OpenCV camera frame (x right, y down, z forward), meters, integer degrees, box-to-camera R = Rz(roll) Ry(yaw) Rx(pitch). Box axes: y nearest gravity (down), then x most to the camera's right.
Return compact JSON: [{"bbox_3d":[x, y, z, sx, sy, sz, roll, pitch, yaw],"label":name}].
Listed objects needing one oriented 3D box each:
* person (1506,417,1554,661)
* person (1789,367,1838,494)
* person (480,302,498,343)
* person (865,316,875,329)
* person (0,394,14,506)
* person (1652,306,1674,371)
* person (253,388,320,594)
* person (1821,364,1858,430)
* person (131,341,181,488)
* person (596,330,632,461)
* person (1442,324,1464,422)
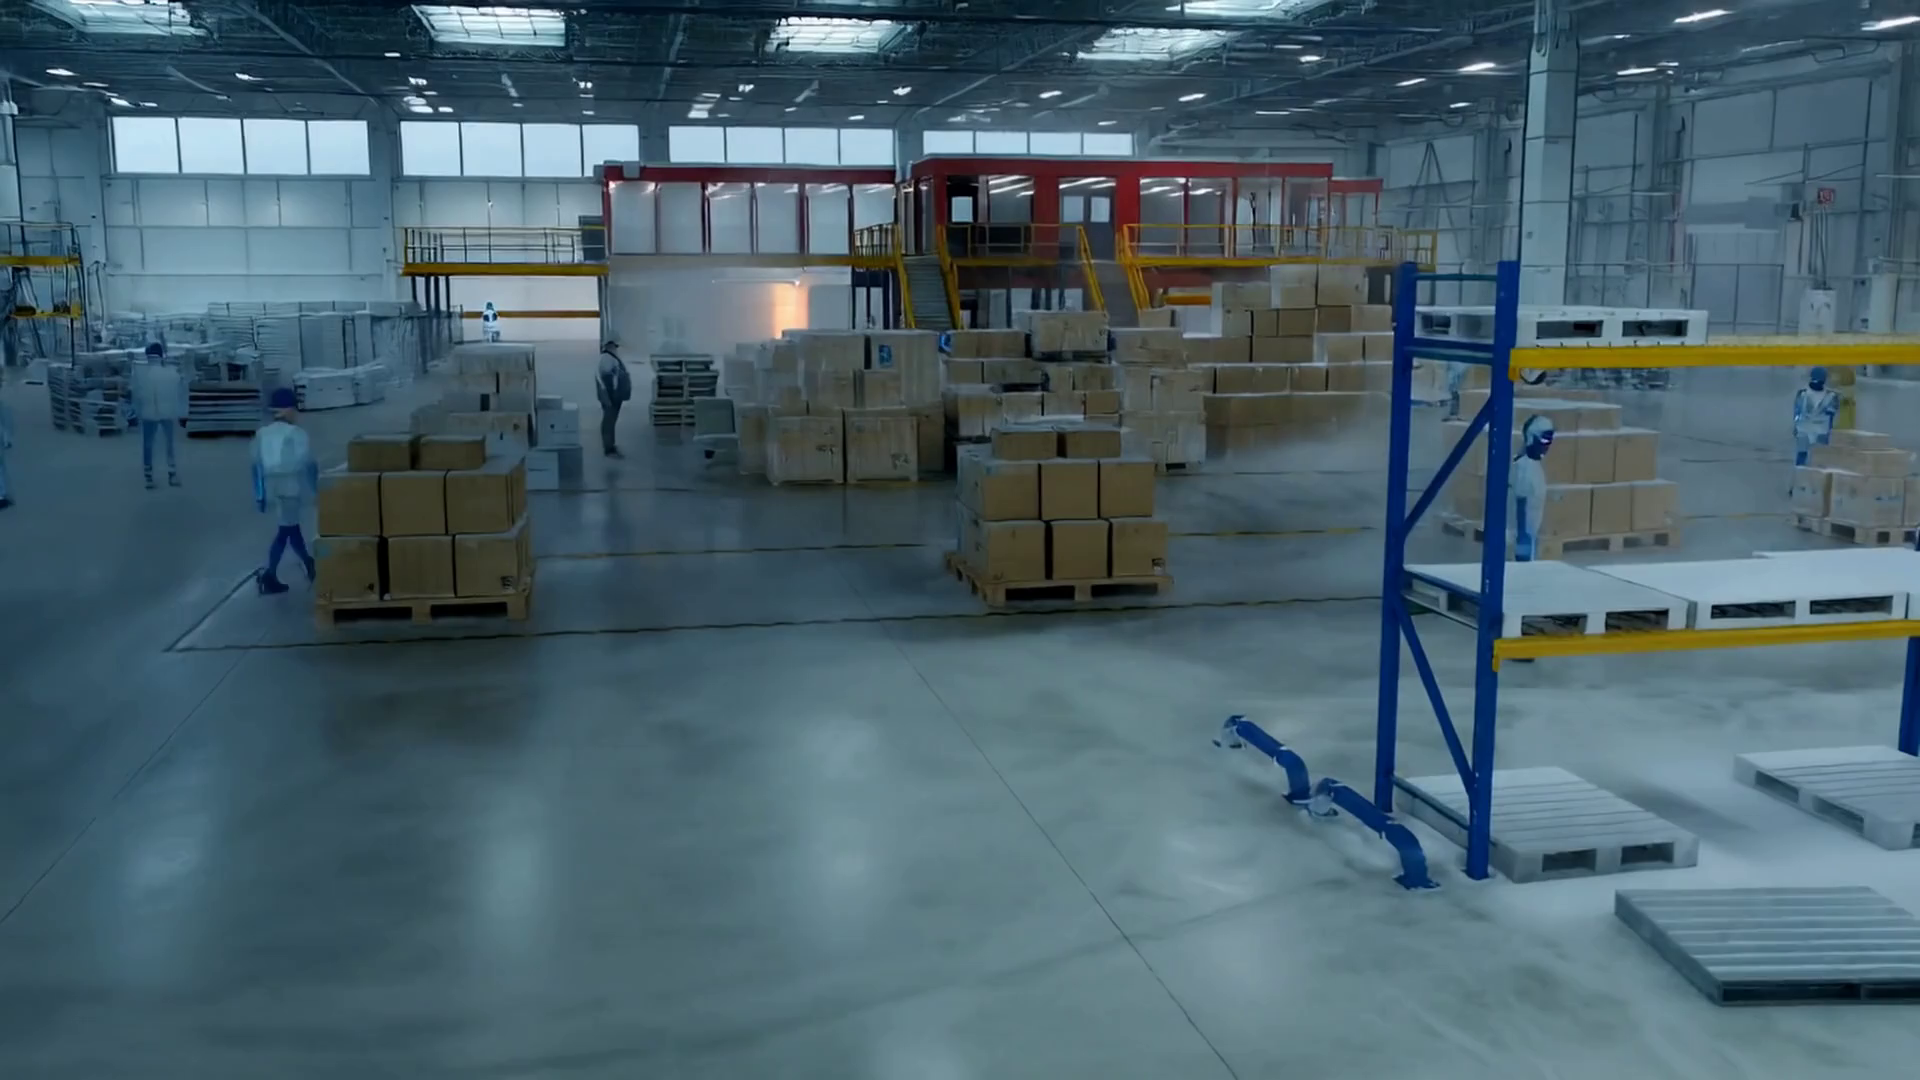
[{"bbox_3d":[4.378,-0.015,12.812,0.332,1.865,0.520,5,10,27],"label":"person"},{"bbox_3d":[11.267,-1.434,21.957,0.533,1.698,0.322,7,12,36],"label":"person"},{"bbox_3d":[-15.377,-6.843,54.393,0.567,1.879,0.353,-7,12,-37],"label":"person"},{"bbox_3d":[-2.116,-4.219,38.336,0.582,1.888,0.579,1,9,5],"label":"person"},{"bbox_3d":[-12.211,-1.290,20.878,0.534,1.767,0.313,-3,10,-20],"label":"person"},{"bbox_3d":[20.296,-5.779,47.907,0.596,1.877,0.960,-3,10,-19],"label":"person"},{"bbox_3d":[-6.261,-0.473,15.551,0.545,1.881,1.012,4,10,22],"label":"person"},{"bbox_3d":[13.999,-2.239,26.476,0.655,1.827,0.457,-2,9,-10],"label":"person"},{"bbox_3d":[-10.990,-1.717,22.782,0.608,1.995,0.377,-7,12,-37],"label":"person"},{"bbox_3d":[-5.393,-2.263,25.971,0.536,2.000,0.680,-1,9,-7],"label":"person"},{"bbox_3d":[9.609,-3.262,32.369,0.362,1.938,0.631,4,10,22],"label":"person"}]
